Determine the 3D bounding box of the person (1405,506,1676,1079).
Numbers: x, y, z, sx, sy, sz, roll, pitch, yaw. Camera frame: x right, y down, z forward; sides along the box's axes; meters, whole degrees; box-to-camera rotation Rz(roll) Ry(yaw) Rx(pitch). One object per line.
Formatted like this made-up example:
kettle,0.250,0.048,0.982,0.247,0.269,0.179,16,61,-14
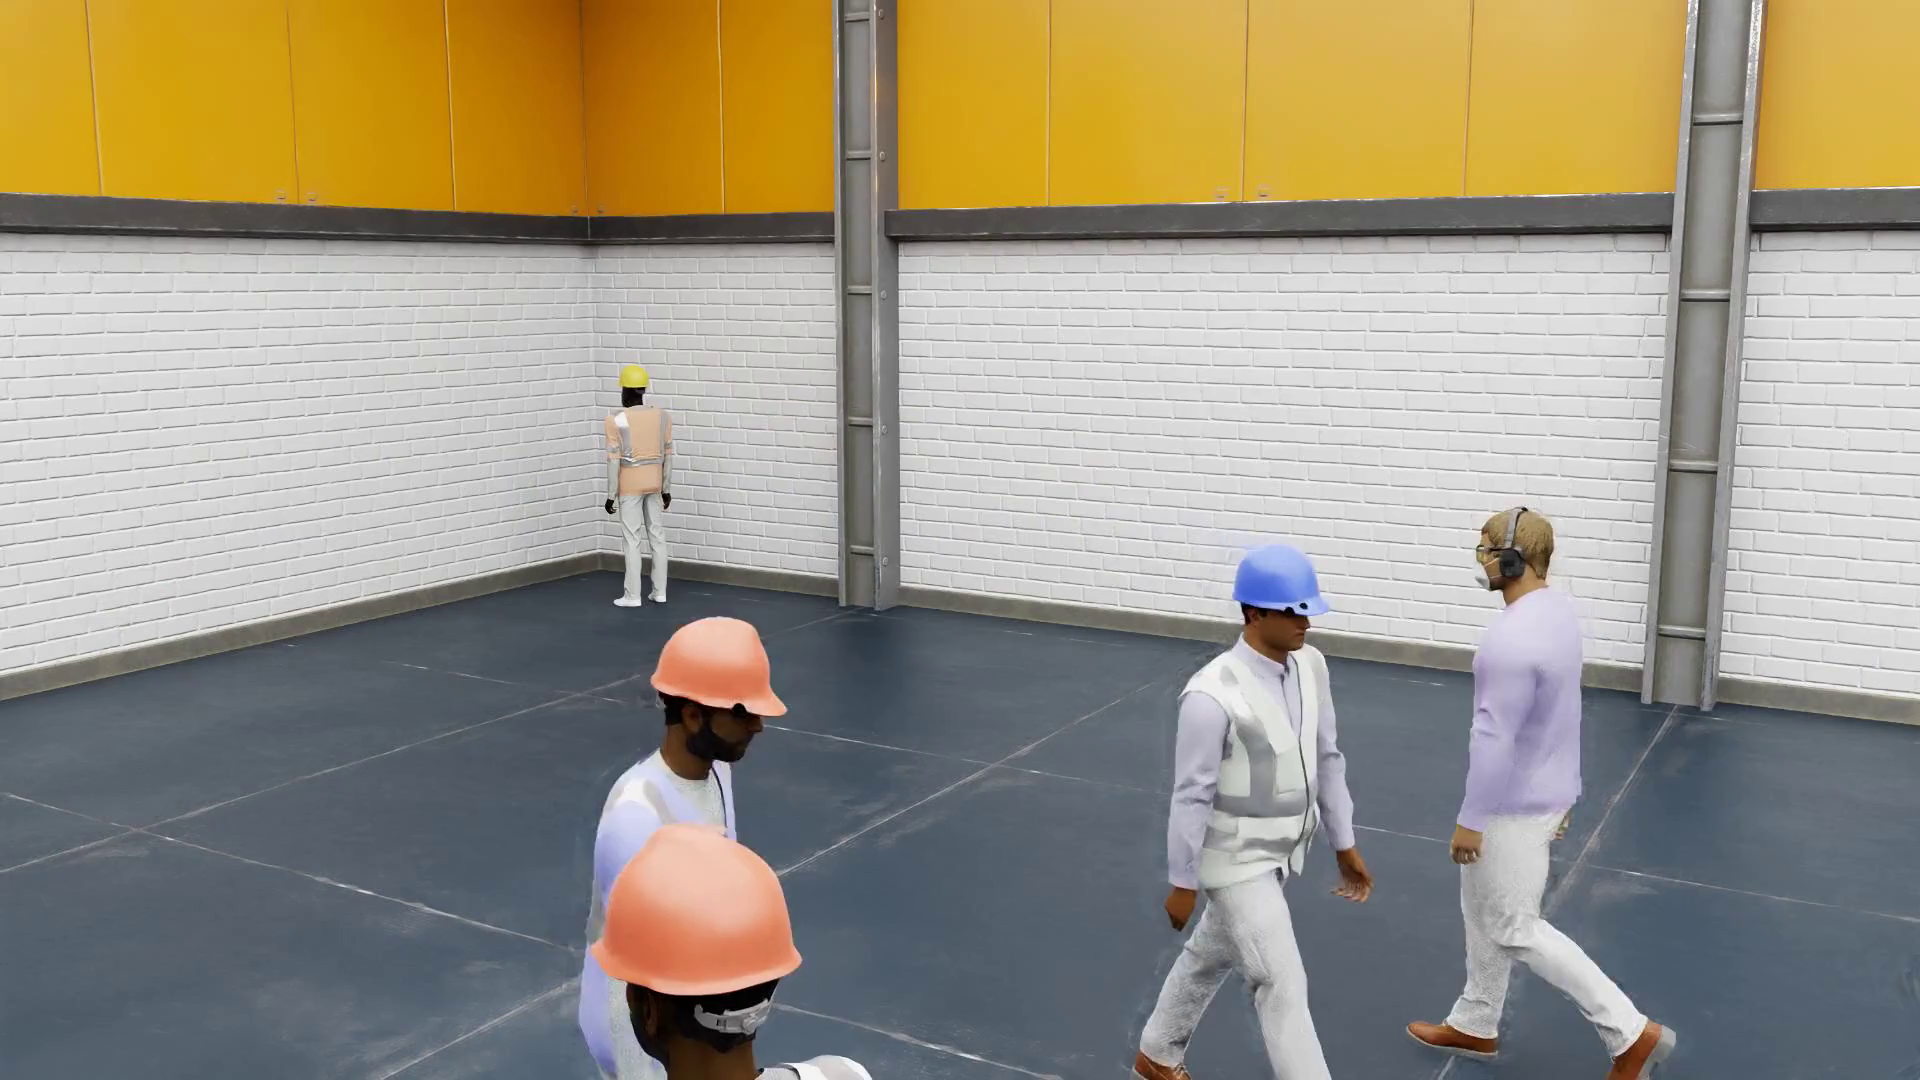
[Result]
person,1.893,0.847,5.352,0.798,1.914,0.631,5,10,28

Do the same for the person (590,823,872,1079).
person,-0.335,1.328,2.252,0.358,1.936,0.552,7,11,36

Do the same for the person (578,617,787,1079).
person,-0.730,1.098,3.838,0.694,1.902,0.552,2,9,11

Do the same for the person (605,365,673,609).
person,-2.550,-0.421,13.194,0.592,1.930,0.356,-8,12,-41

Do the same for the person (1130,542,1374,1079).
person,0.889,0.928,4.954,1.054,1.890,0.600,7,12,39
